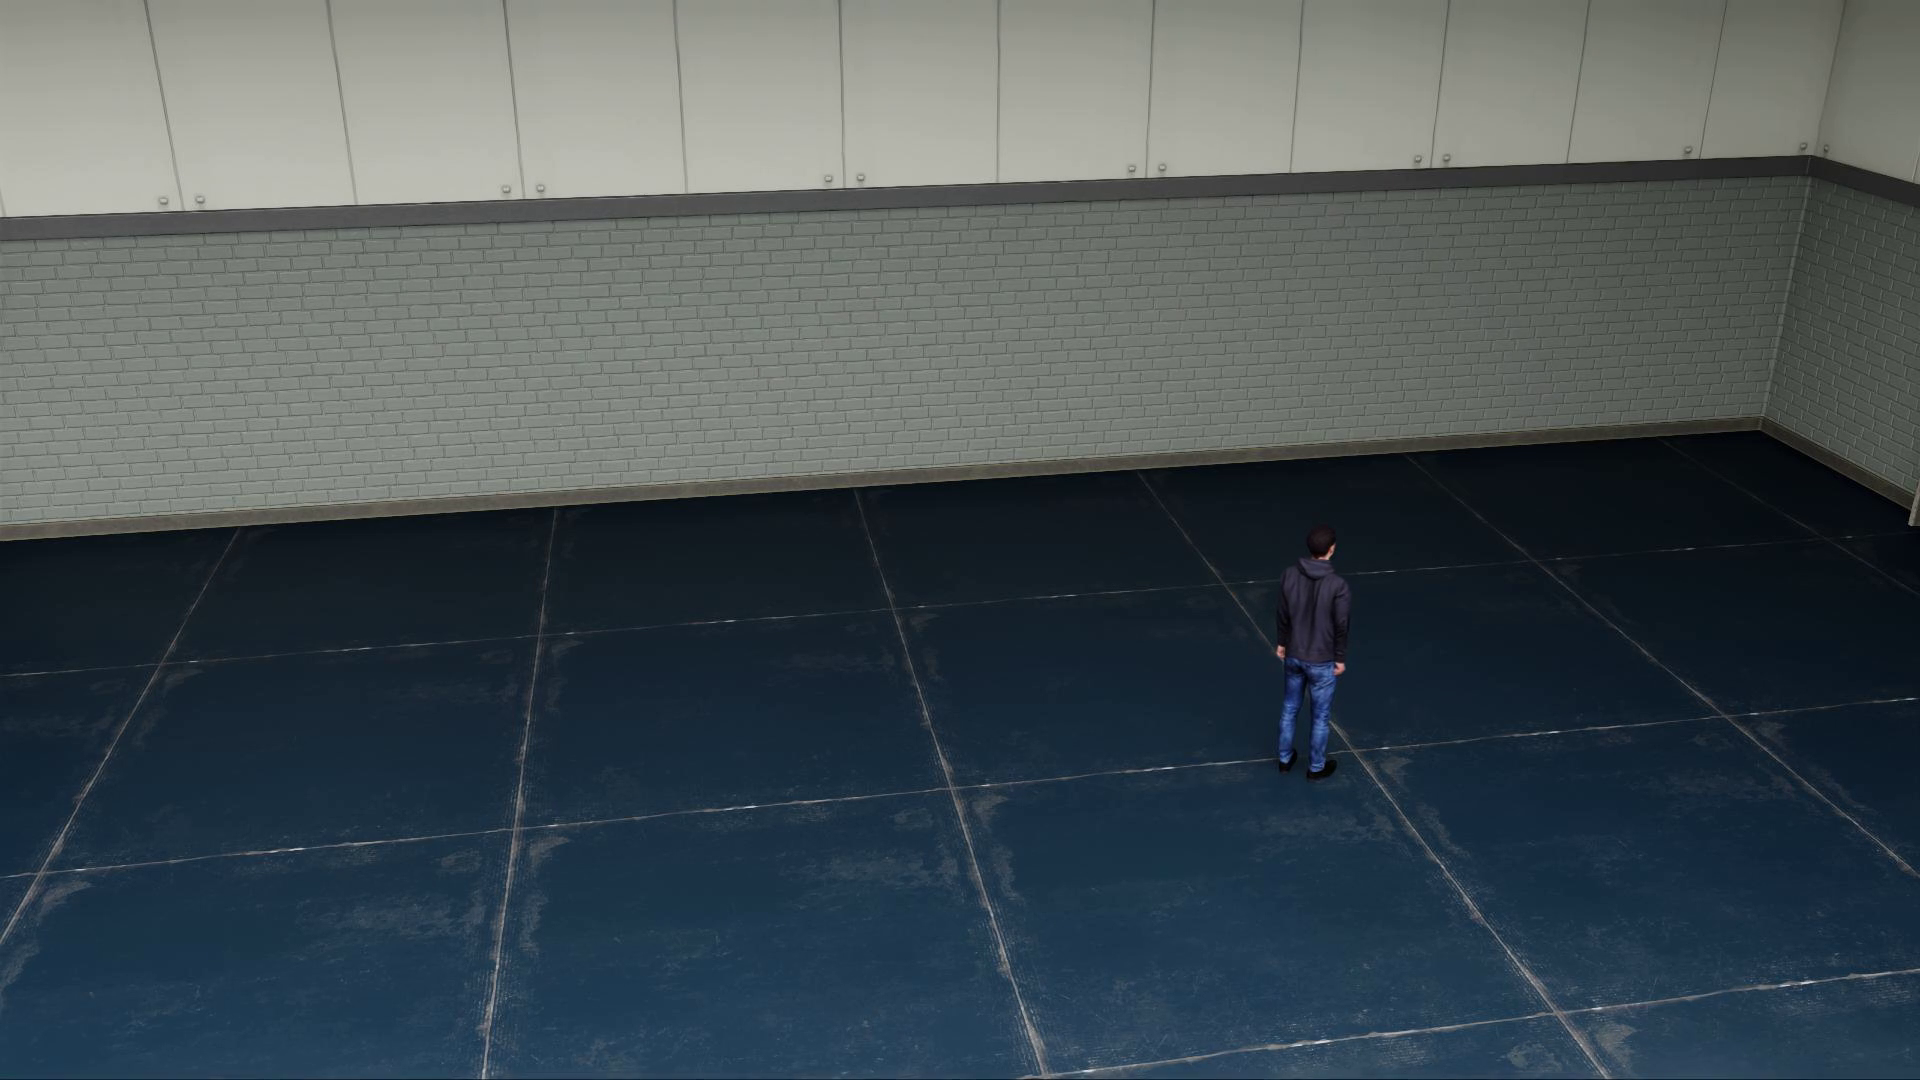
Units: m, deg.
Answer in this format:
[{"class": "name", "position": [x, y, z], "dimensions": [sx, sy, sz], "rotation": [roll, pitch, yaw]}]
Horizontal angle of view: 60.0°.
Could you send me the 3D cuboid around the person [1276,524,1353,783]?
[{"class": "person", "position": [2.437, 0.791, 11.583], "dimensions": [0.747, 1.894, 0.814], "rotation": [16, 28, 34]}]
